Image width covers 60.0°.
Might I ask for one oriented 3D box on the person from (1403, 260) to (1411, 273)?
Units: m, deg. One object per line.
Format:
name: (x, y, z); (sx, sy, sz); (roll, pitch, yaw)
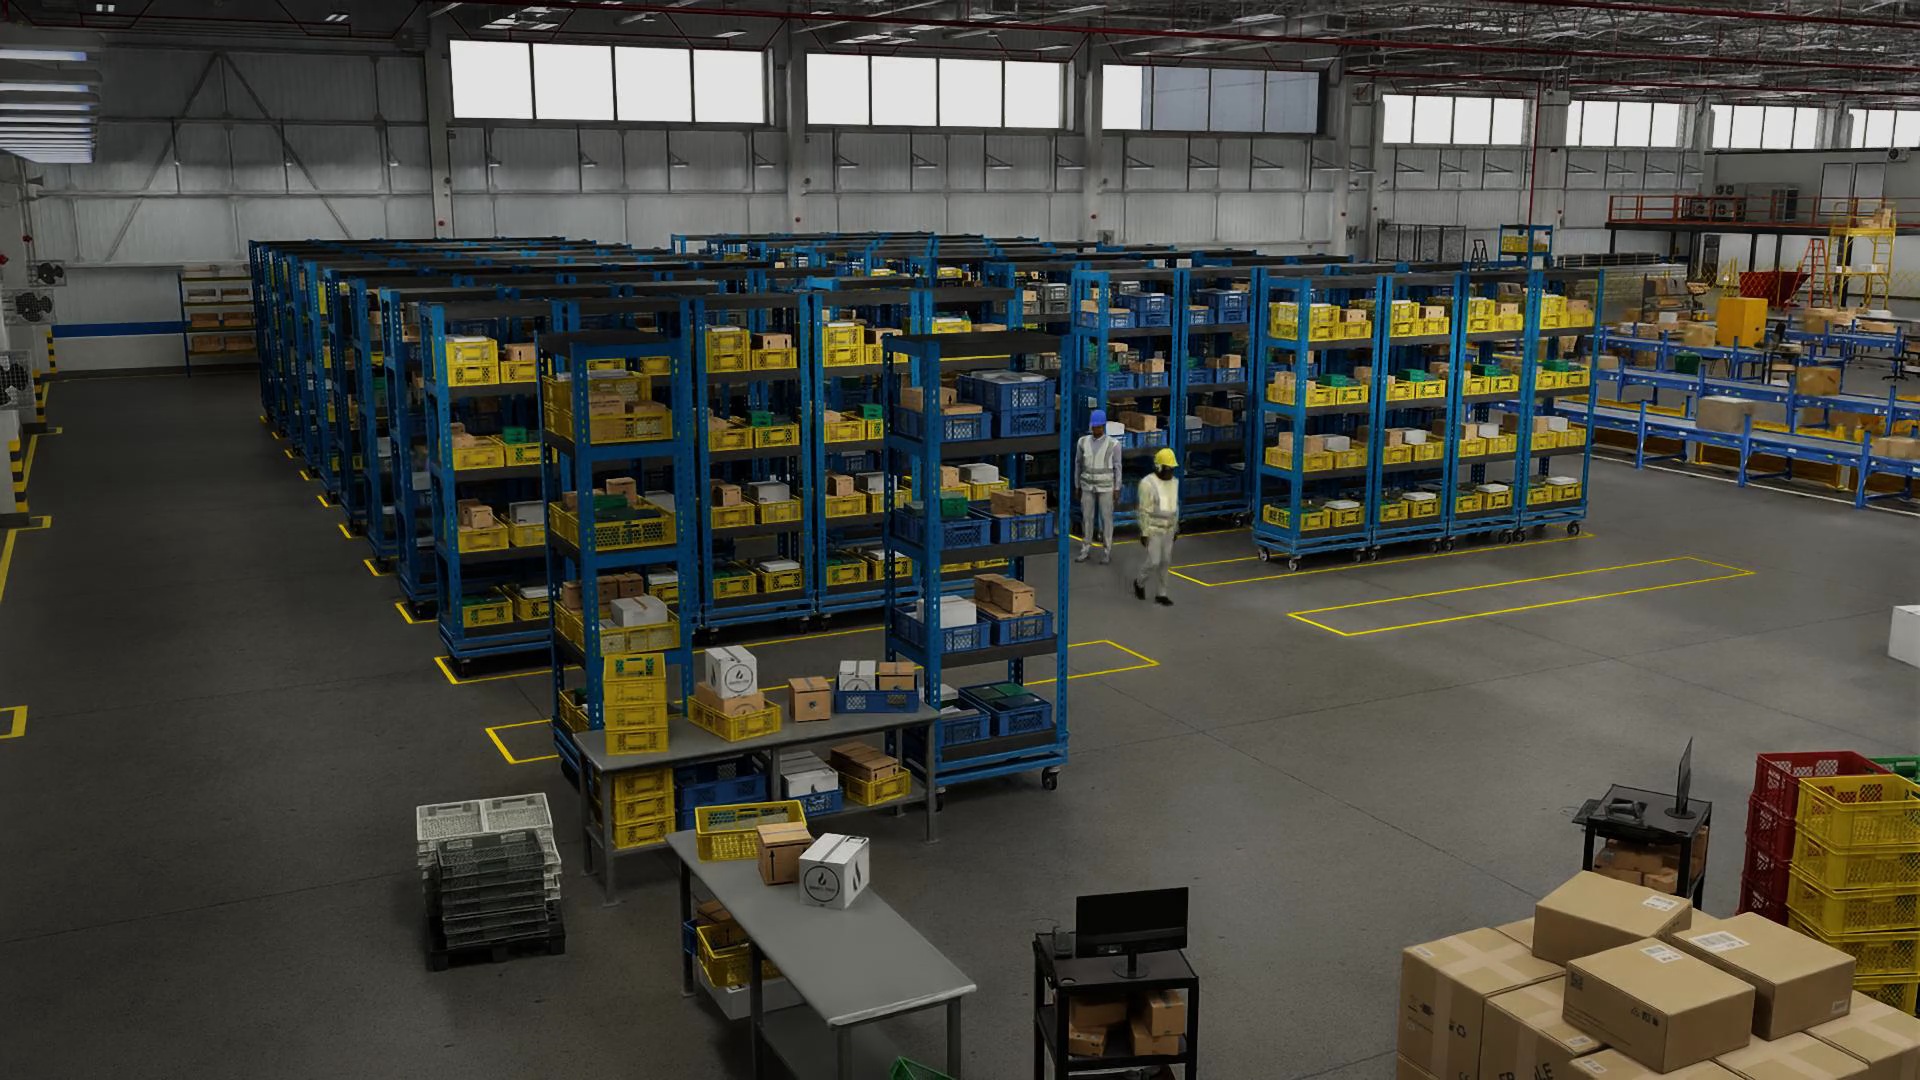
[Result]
person: (16.593, -9.486, 62.172); (0.636, 1.911, 0.405); (0, 12, 0)

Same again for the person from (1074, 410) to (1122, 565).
person: (1.713, -0.658, 20.789); (0.618, 1.944, 0.400); (6, 13, 25)

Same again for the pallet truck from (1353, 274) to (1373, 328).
pallet truck: (13.011, -8.050, 55.243); (0.823, 1.965, 1.885); (-7, 14, -28)

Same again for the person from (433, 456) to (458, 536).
person: (-5.973, -0.355, 19.677); (0.799, 1.805, 0.606); (-9, 15, -37)

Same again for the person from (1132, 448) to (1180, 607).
person: (2.235, -0.143, 18.683); (0.603, 1.812, 0.462); (-9, 15, -37)
